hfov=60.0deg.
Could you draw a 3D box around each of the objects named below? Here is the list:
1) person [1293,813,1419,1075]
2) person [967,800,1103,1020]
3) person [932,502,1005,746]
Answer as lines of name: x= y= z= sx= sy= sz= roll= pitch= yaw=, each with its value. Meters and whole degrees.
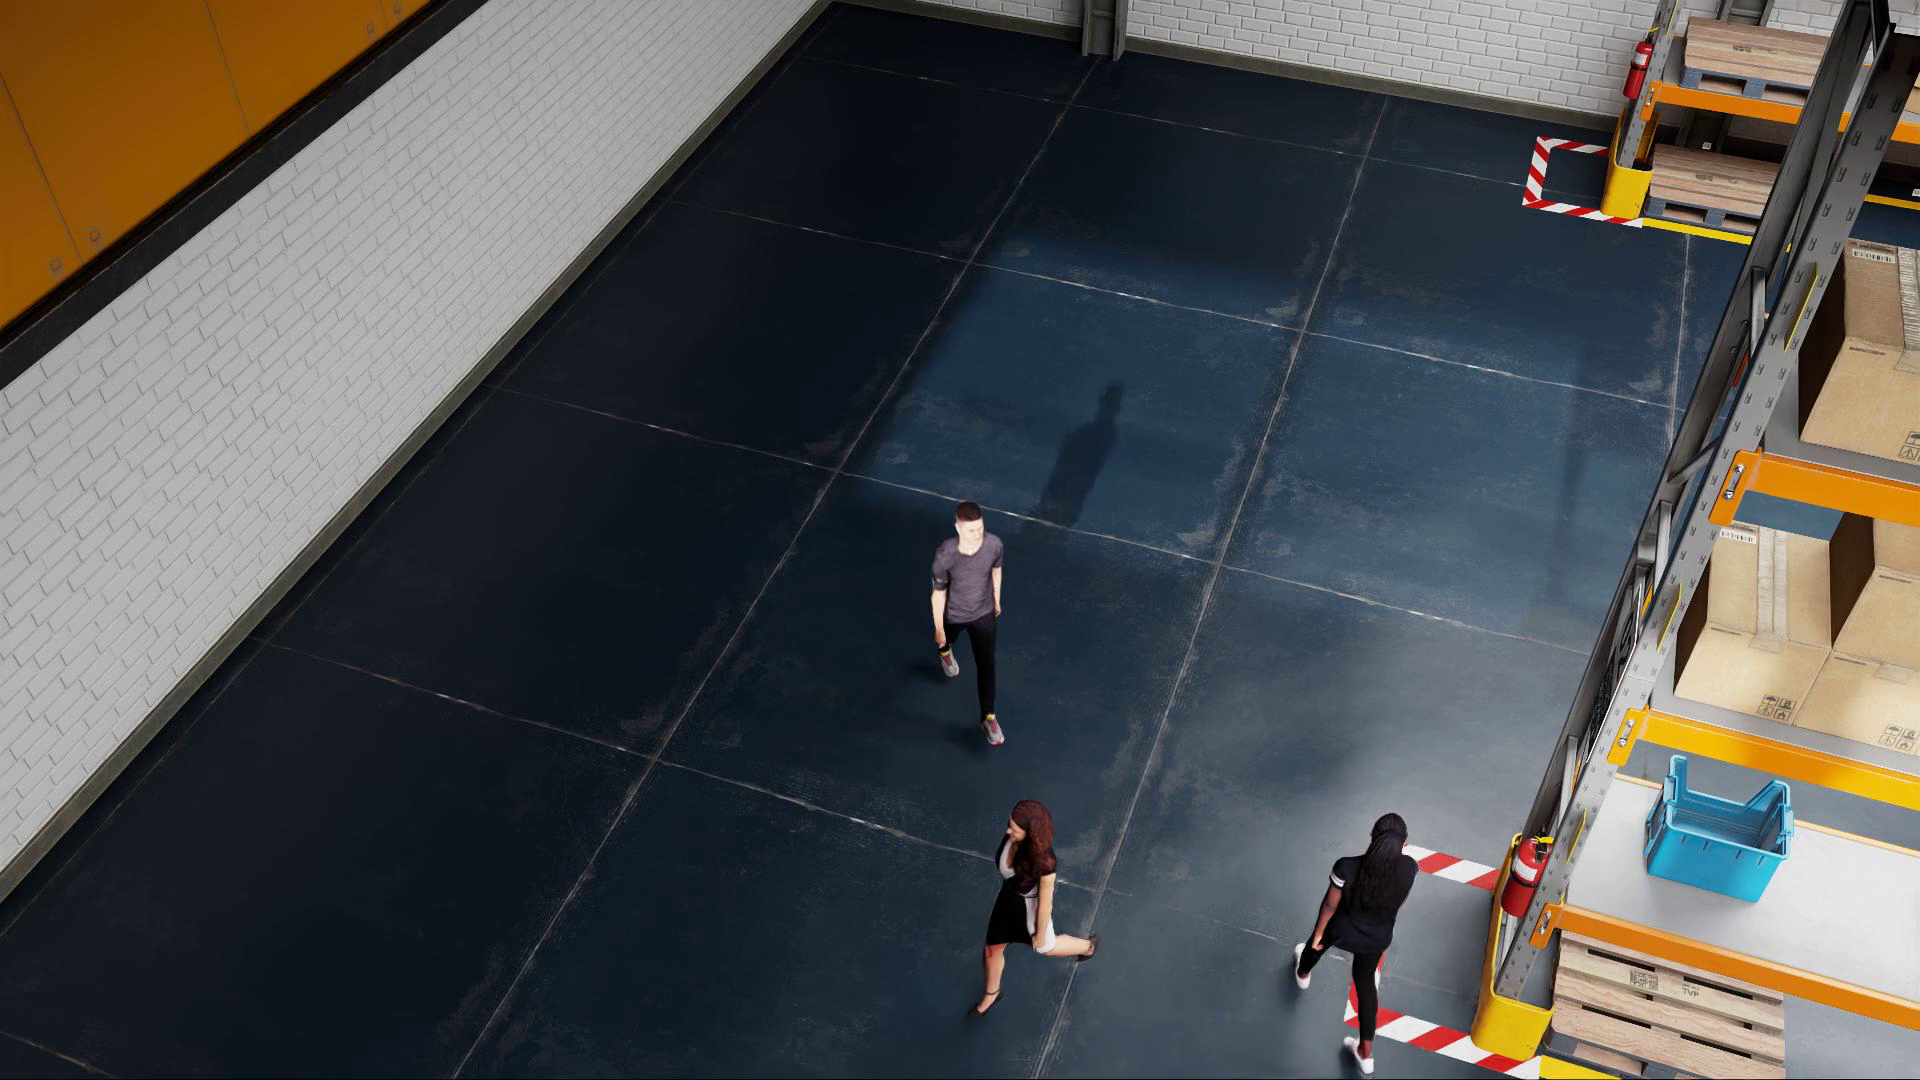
person: x=2.141 y=2.115 z=8.756 sx=1.093 sy=1.705 sz=0.929 roll=-2 pitch=44 yaw=-2
person: x=0.431 y=1.947 z=8.889 sx=1.093 sy=1.765 sz=1.085 roll=-22 pitch=48 yaw=-21
person: x=0.009 y=0.398 z=10.548 sx=1.191 sy=1.720 sz=1.183 roll=-14 pitch=45 yaw=-14
